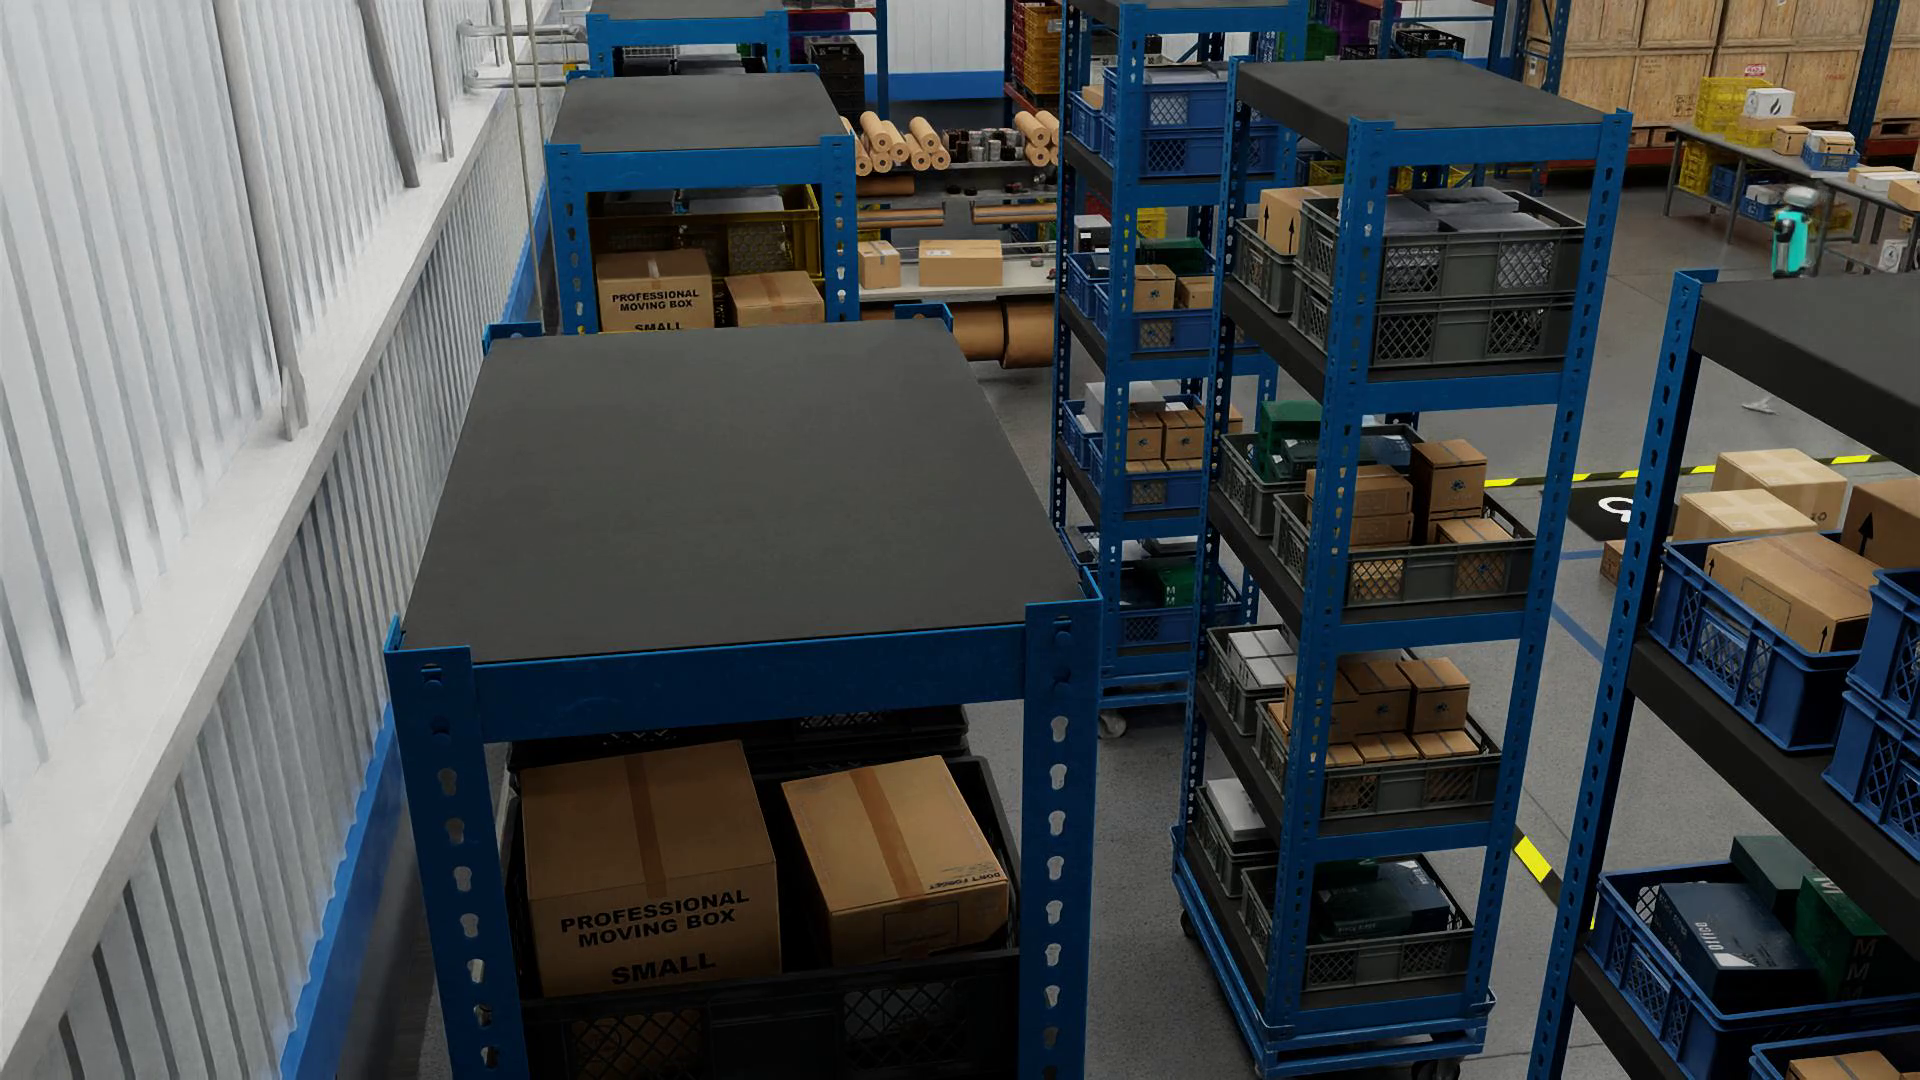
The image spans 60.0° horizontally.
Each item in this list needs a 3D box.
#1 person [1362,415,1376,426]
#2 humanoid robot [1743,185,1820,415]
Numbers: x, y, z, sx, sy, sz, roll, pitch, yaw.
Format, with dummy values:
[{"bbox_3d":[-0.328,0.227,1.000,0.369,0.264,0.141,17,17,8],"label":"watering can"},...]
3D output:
[{"bbox_3d":[1.812,0.191,7.986,0.597,1.851,0.377,-2,25,-5],"label":"person"},{"bbox_3d":[6.346,-1.663,12.172,0.963,1.766,0.558,17,30,32],"label":"humanoid robot"}]
